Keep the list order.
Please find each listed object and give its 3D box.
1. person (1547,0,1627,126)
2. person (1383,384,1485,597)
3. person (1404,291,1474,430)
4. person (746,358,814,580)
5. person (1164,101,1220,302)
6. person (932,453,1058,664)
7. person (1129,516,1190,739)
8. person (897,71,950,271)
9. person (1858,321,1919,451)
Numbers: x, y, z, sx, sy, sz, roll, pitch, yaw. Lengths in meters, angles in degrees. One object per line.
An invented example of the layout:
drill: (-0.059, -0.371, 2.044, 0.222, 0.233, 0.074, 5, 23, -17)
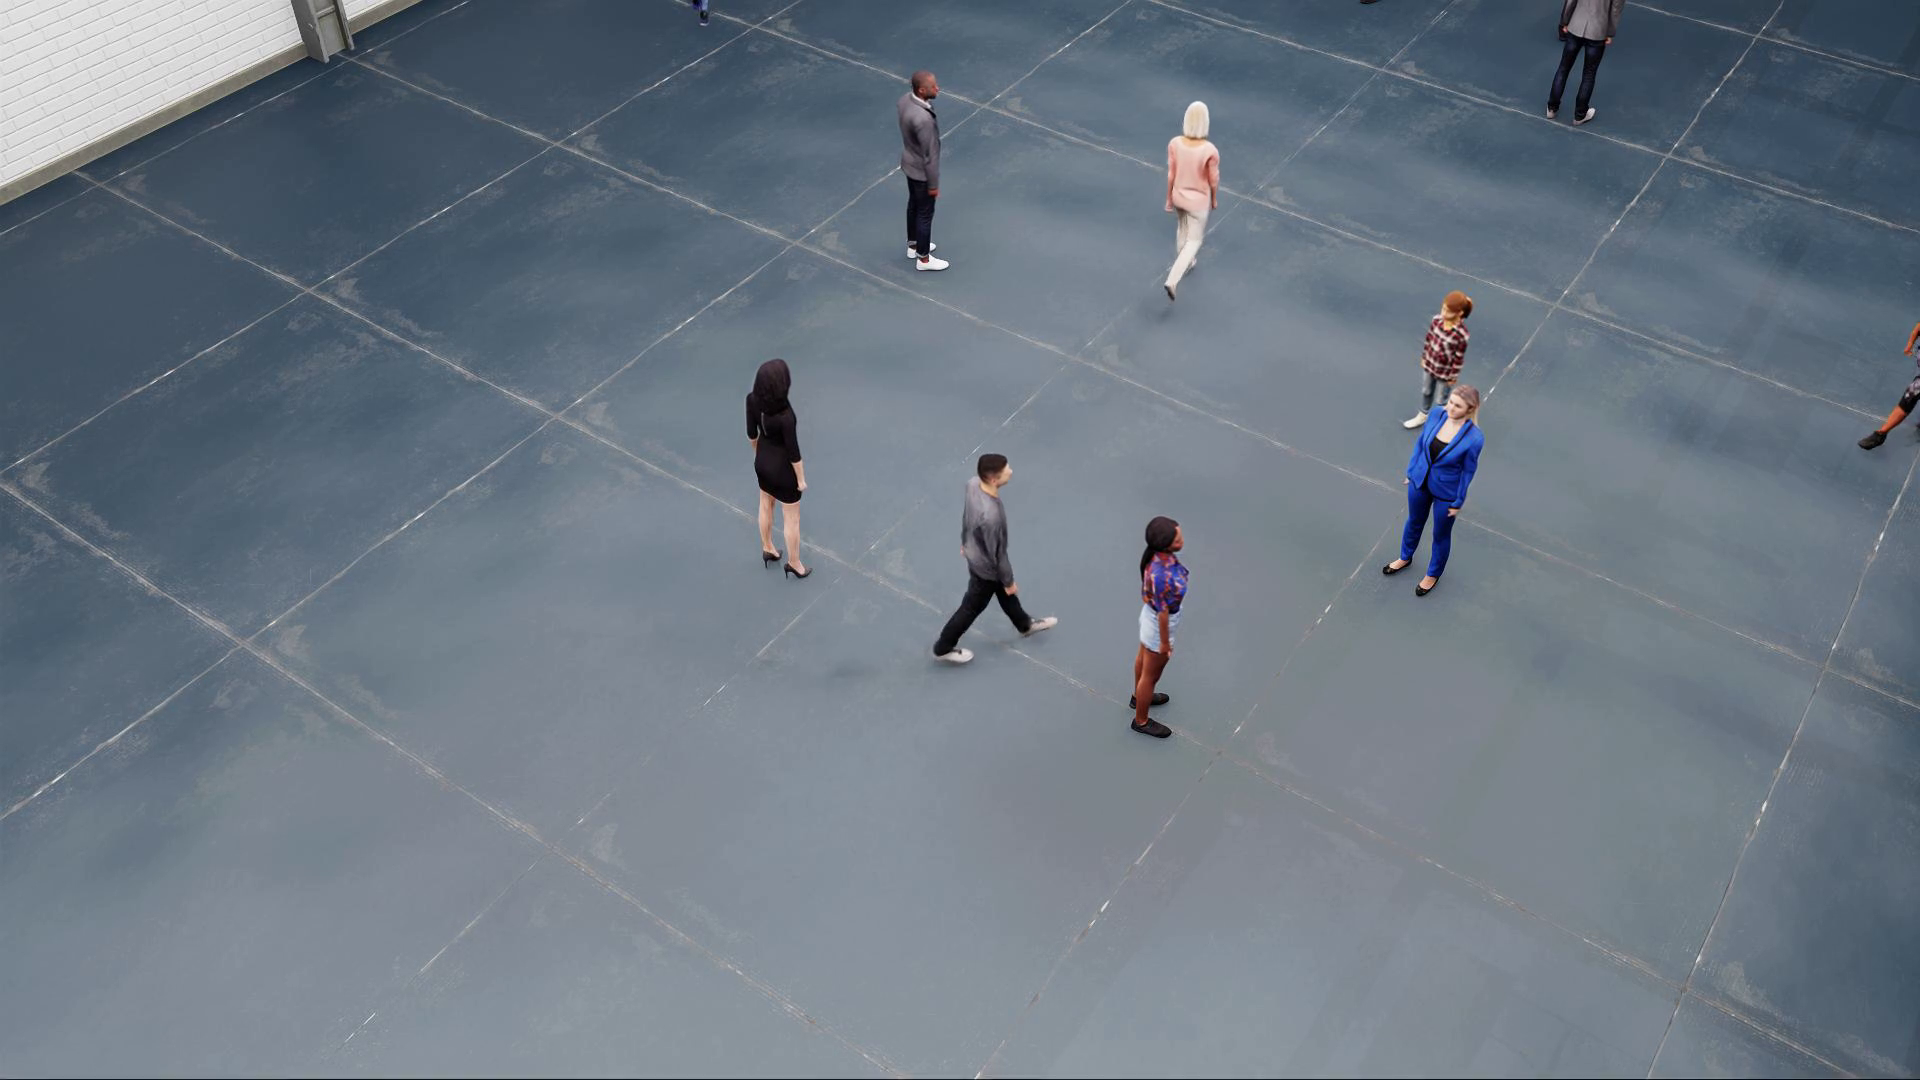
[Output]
person: (6.034, -4.899, 15.943, 0.665, 1.874, 0.575, 25, 49, 24)
person: (3.256, -0.366, 11.310, 0.631, 1.701, 0.667, -31, 52, -29)
person: (3.668, -1.330, 12.609, 0.598, 1.305, 0.586, -25, 49, -24)
person: (-1.249, -0.474, 11.350, 0.624, 1.802, 0.532, 31, 52, 29)
person: (1.900, -2.798, 13.864, 0.625, 1.701, 1.030, 22, 48, 21)
person: (0.093, 0.168, 10.739, 1.204, 1.715, 1.099, -10, 44, -10)
person: (1.226, 0.520, 10.350, 0.727, 1.742, 0.625, 2, 44, 2)
person: (-0.342, -3.148, 14.150, 0.814, 1.813, 0.796, -13, 45, -13)
person: (7.401, -1.414, 12.470, 1.181, 1.618, 0.986, -17, 46, -17)
